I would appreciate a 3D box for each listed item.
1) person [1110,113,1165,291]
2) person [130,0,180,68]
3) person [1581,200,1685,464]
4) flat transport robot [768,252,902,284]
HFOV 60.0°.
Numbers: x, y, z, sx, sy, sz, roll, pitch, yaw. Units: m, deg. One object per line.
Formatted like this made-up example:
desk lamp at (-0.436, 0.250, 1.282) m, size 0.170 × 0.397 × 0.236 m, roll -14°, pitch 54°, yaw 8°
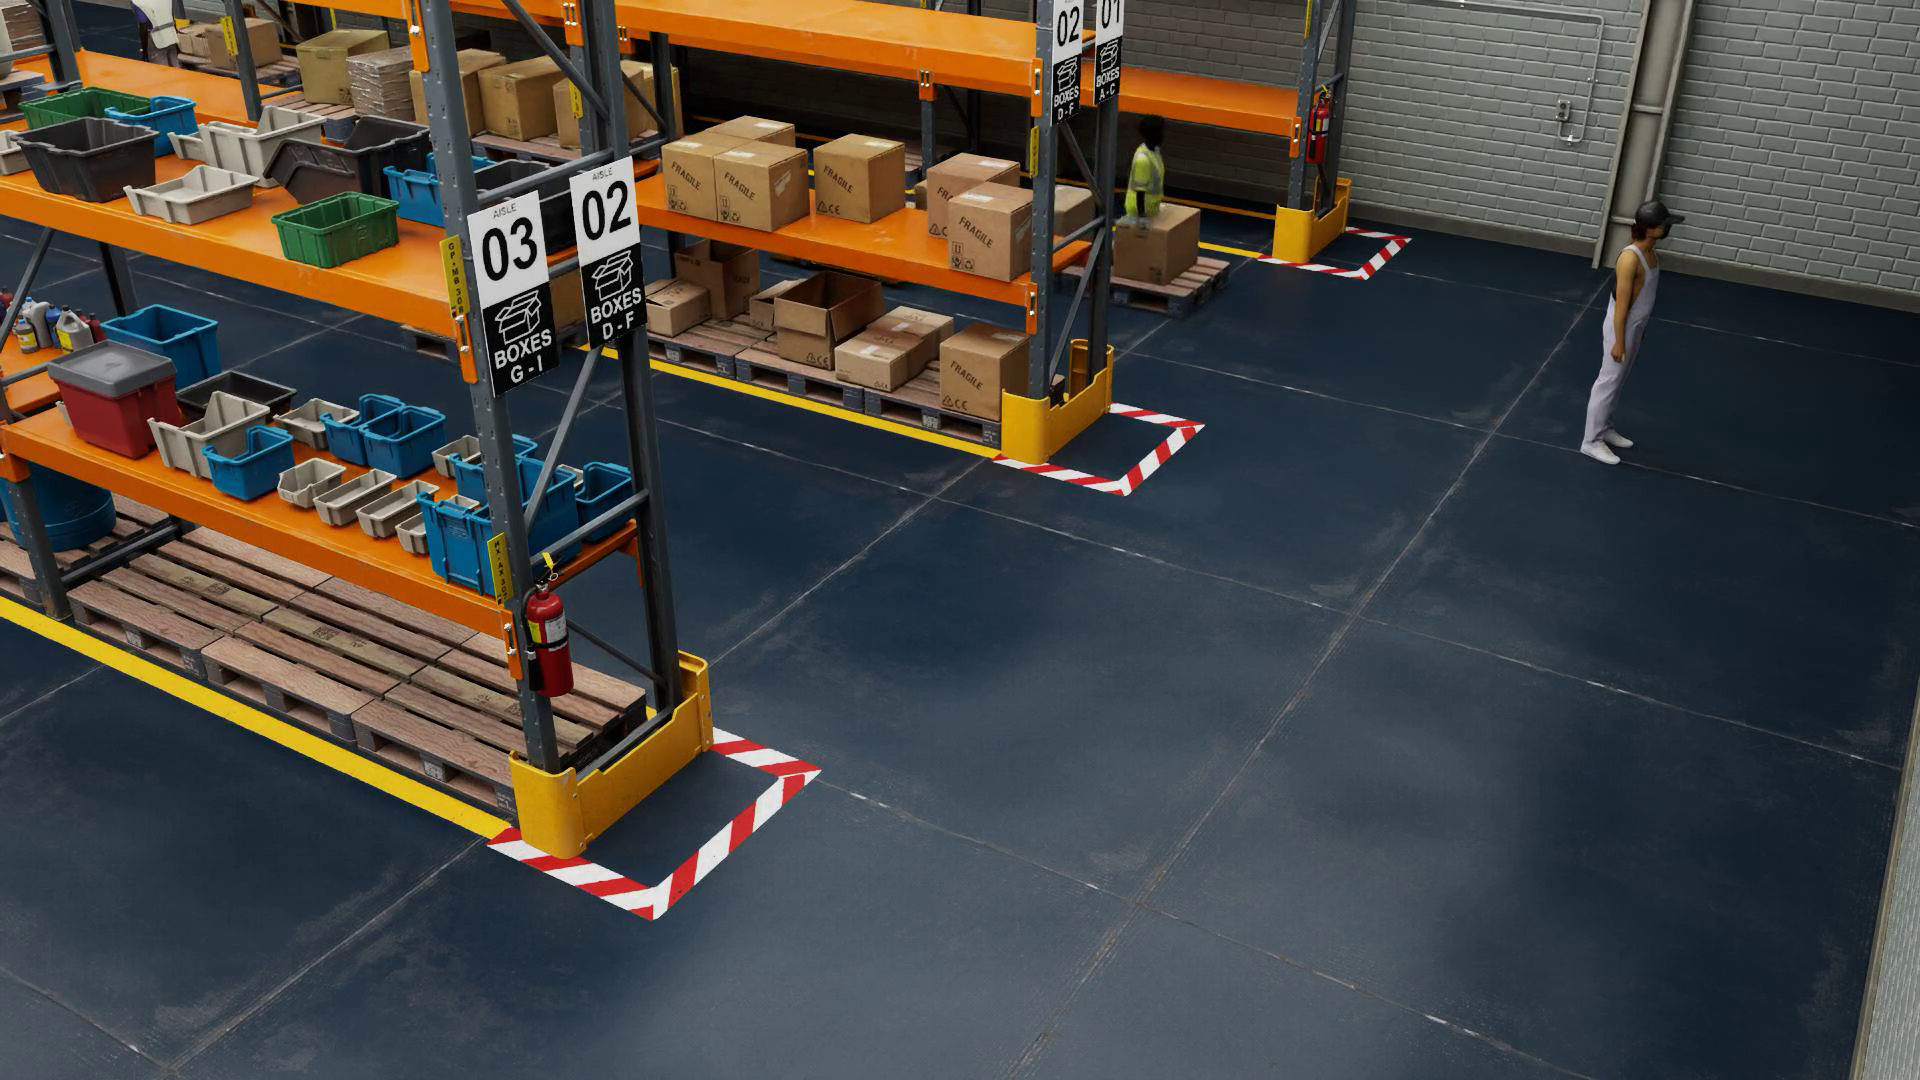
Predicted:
person at (1.531, -2.884, 14.378) m, size 0.802 × 1.654 × 0.543 m, roll 8°, pitch 30°, yaw 15°
person at (-9.258, -5.721, 19.275) m, size 0.387 × 1.849 × 0.566 m, roll 9°, pitch 30°, yaw 16°
person at (4.682, -1.457, 11.609) m, size 0.360 × 1.864 × 0.511 m, roll 19°, pitch 34°, yaw 31°
flat transport robot at (-1.020, -2.675, 15.434) m, size 1.431 × 0.231 × 0.659 m, roll 17°, pitch 33°, yaw 27°
